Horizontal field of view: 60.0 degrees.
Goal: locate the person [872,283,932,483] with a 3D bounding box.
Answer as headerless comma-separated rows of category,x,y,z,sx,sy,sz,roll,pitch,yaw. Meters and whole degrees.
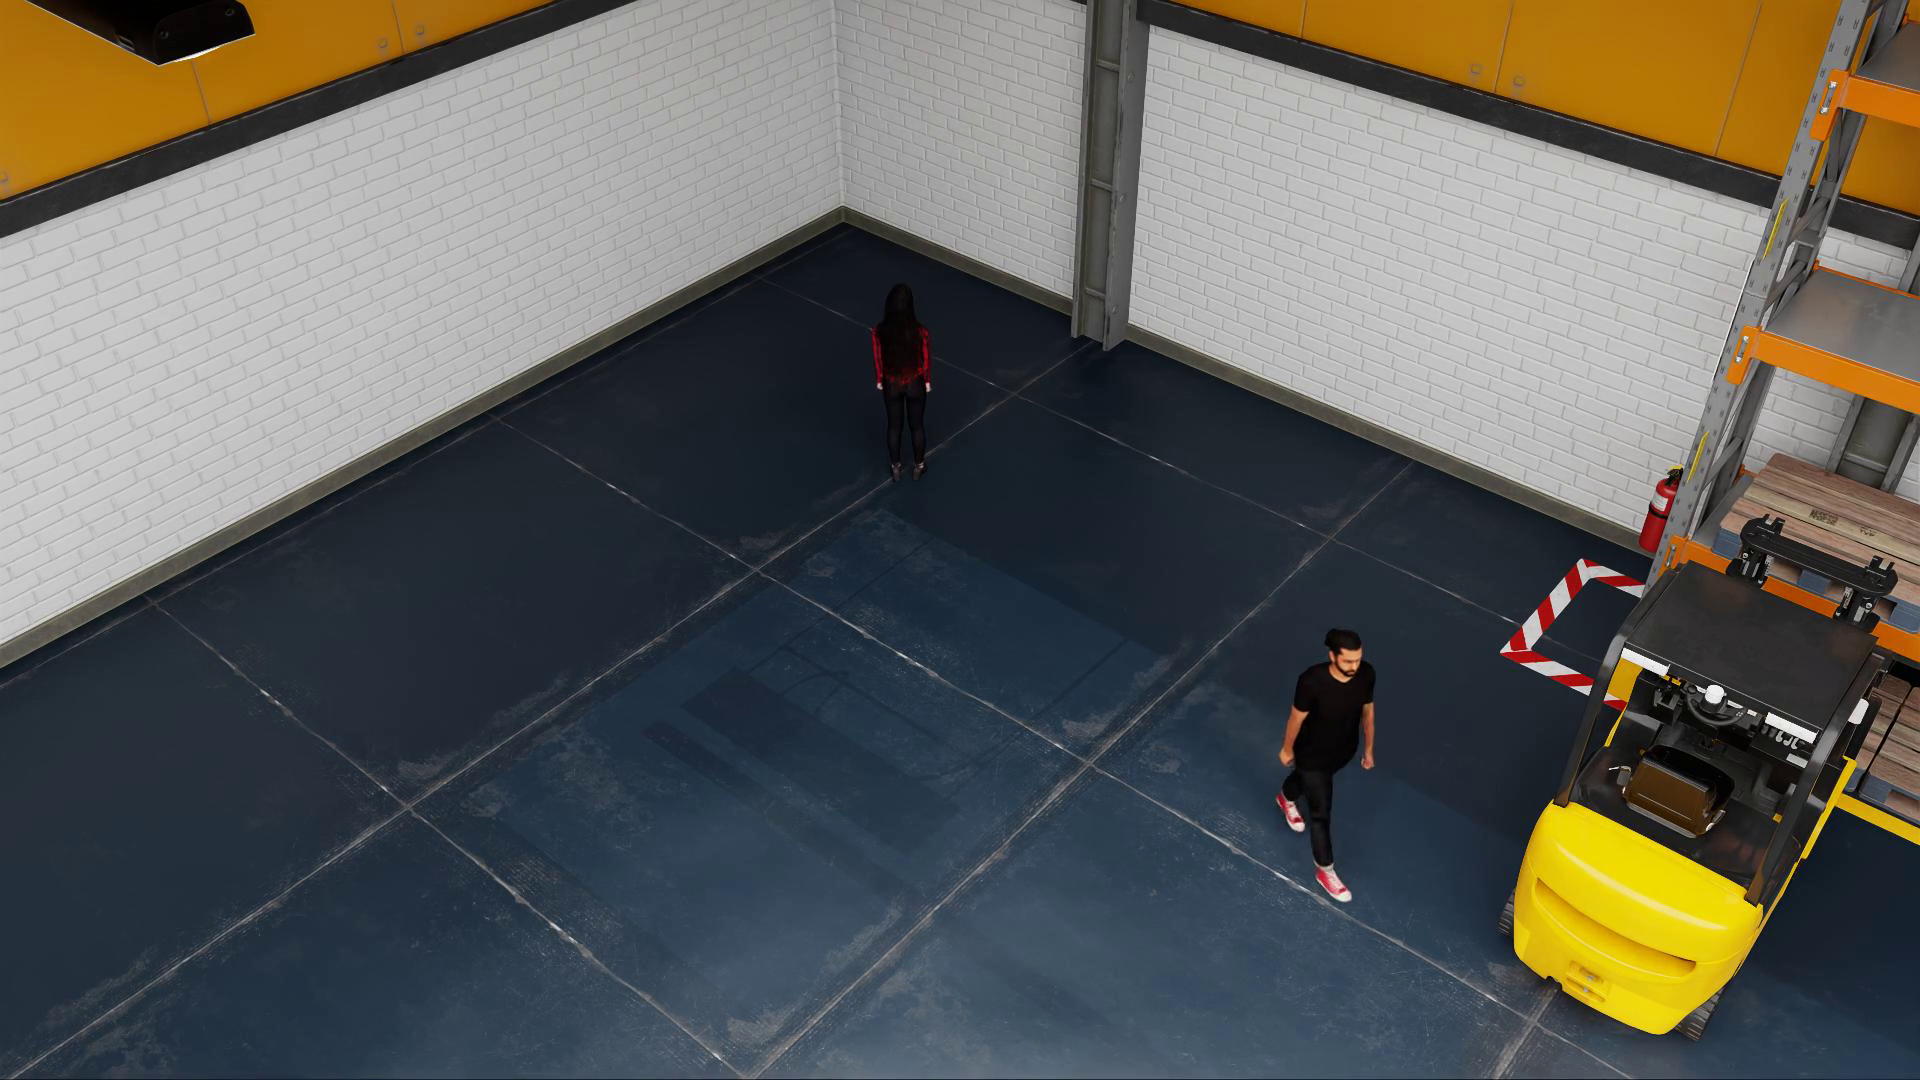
person,-0.416,-1.156,12.443,0.637,1.655,0.721,1,39,1

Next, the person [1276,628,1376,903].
person,2.051,1.139,9.521,0.986,1.715,1.217,-14,41,-17
